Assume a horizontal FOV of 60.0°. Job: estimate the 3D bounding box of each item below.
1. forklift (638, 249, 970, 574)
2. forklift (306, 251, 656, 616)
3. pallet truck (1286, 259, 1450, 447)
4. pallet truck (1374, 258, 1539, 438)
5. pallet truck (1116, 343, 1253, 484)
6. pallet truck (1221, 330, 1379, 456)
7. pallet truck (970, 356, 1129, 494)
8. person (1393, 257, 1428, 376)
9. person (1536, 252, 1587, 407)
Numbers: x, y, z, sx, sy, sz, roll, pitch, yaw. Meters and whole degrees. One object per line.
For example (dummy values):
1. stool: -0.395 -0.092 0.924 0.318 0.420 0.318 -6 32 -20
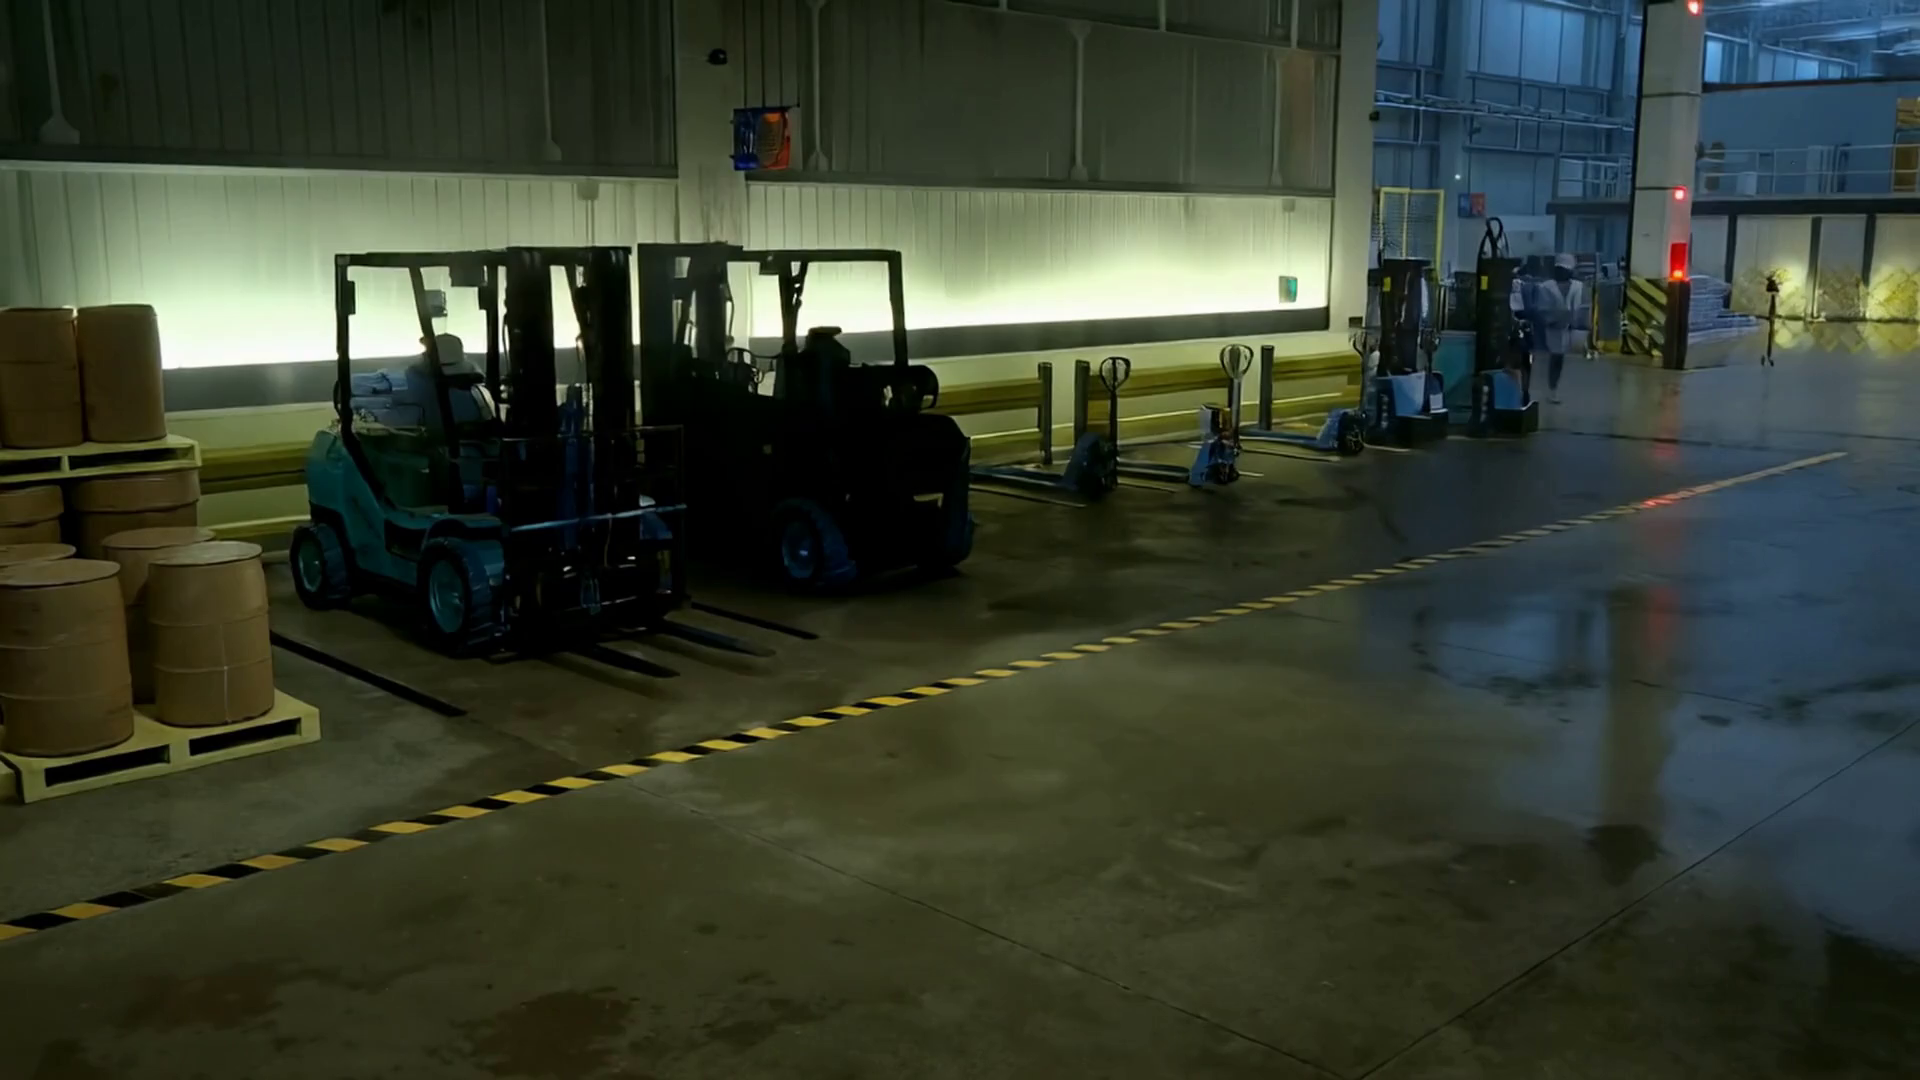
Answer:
1. forklift: -1.173 -0.958 11.239 2.680 1.987 1.157 10 14 43
2. forklift: -2.833 -0.669 9.694 1.157 1.987 2.680 -10 14 -44
3. pallet truck: 4.493 -2.078 18.196 0.823 1.965 1.885 -9 14 -40
4. pallet truck: 5.704 -2.208 18.901 1.885 1.965 0.823 10 14 43
5. pallet truck: 1.962 -1.215 15.415 1.522 1.261 0.704 10 14 43
6. pallet truck: 3.563 -1.581 17.381 0.653 1.274 1.630 -10 14 -44
7. pallet truck: 0.784 -1.085 14.876 0.680 1.201 1.601 -10 14 -44
8. person: 7.138 -3.571 26.601 0.639 1.902 0.407 3 11 17
9. person: 7.935 -2.757 21.888 0.613 2.009 0.821 -1 10 -5
